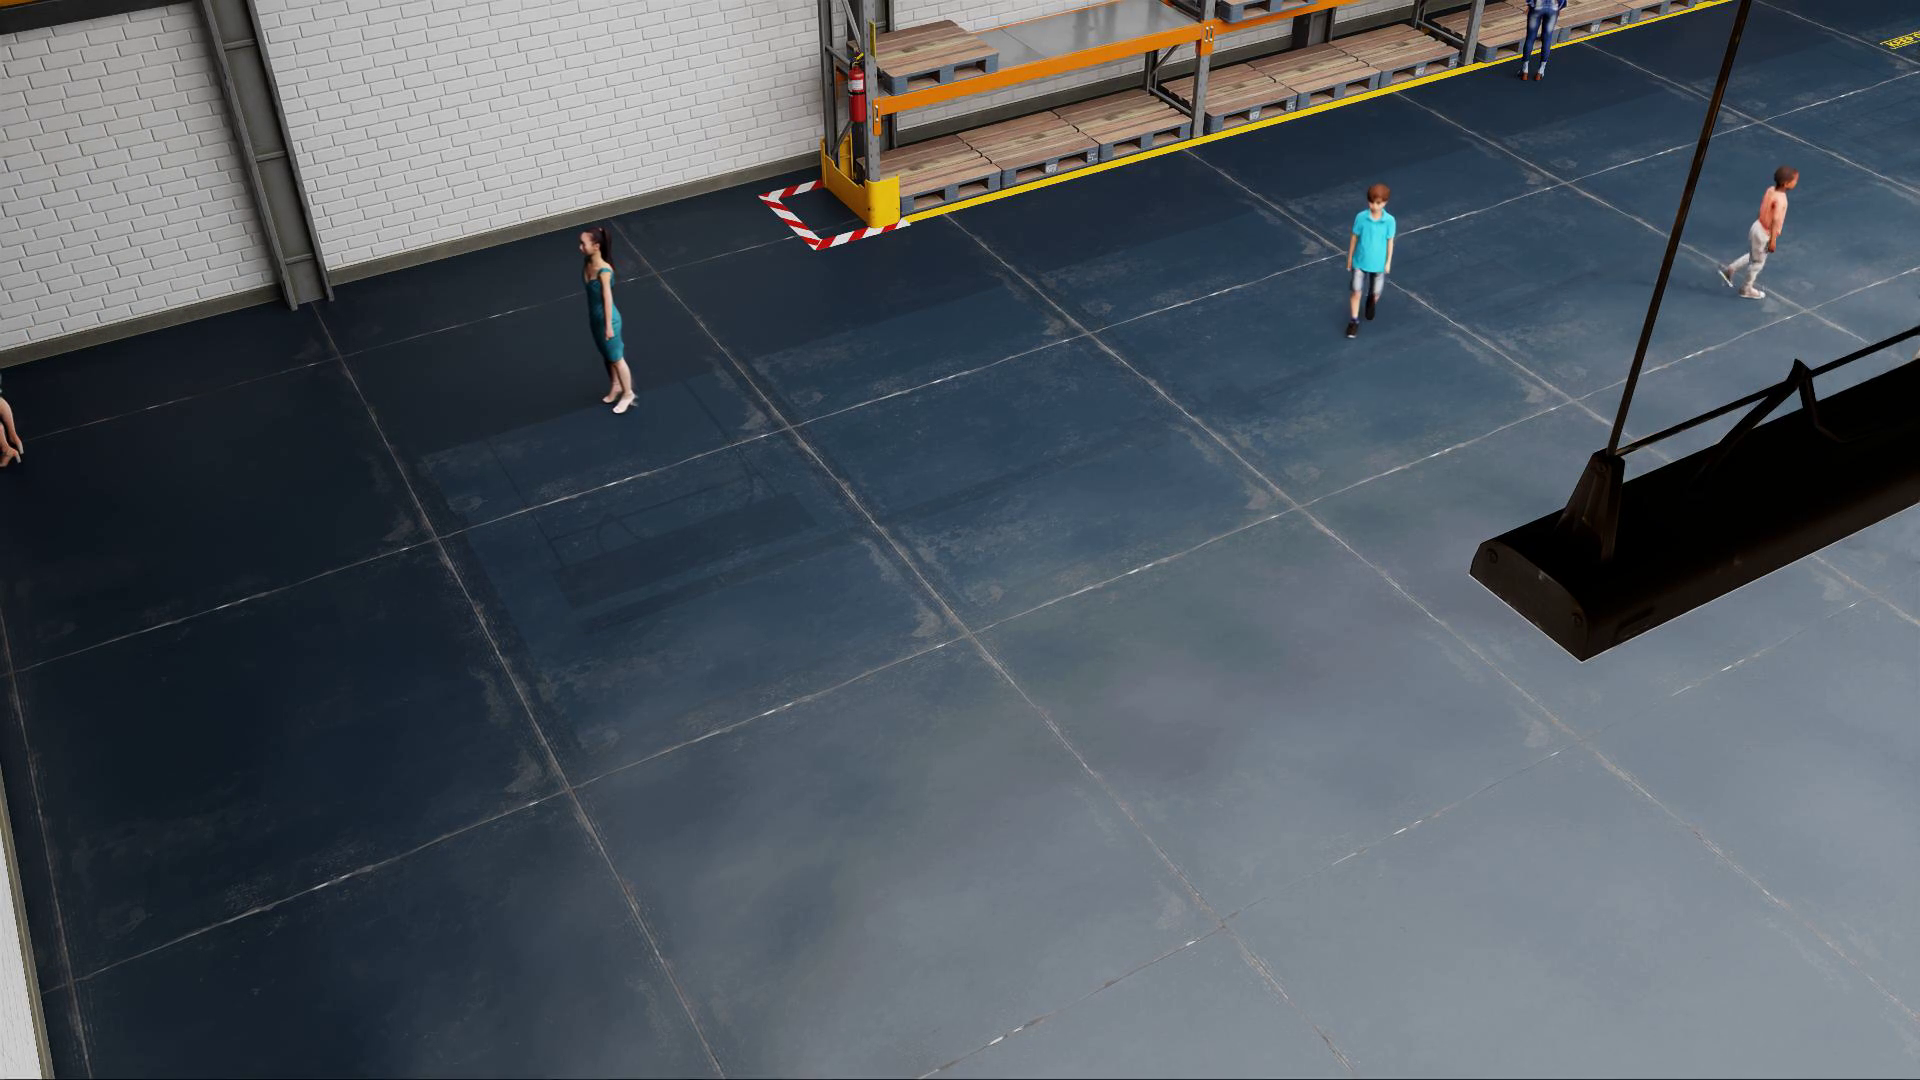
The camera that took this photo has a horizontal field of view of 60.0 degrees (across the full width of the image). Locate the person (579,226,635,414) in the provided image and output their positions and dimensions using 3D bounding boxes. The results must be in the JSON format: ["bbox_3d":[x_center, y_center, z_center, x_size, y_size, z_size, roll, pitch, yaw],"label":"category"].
[{"bbox_3d":[-2.923,-1.819,13.694,0.476,1.685,0.534,-21,43,-25],"label":"person"}]

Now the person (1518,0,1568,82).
[{"bbox_3d":[6.707,-6.096,19.103,0.689,1.618,0.764,7,39,8],"label":"person"}]

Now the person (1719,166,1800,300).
[{"bbox_3d":[7.312,-2.827,15.263,0.750,1.302,0.684,8,39,10],"label":"person"}]

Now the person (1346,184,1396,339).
[{"bbox_3d":[3.644,-2.510,14.759,0.753,1.437,0.821,11,40,14],"label":"person"}]
